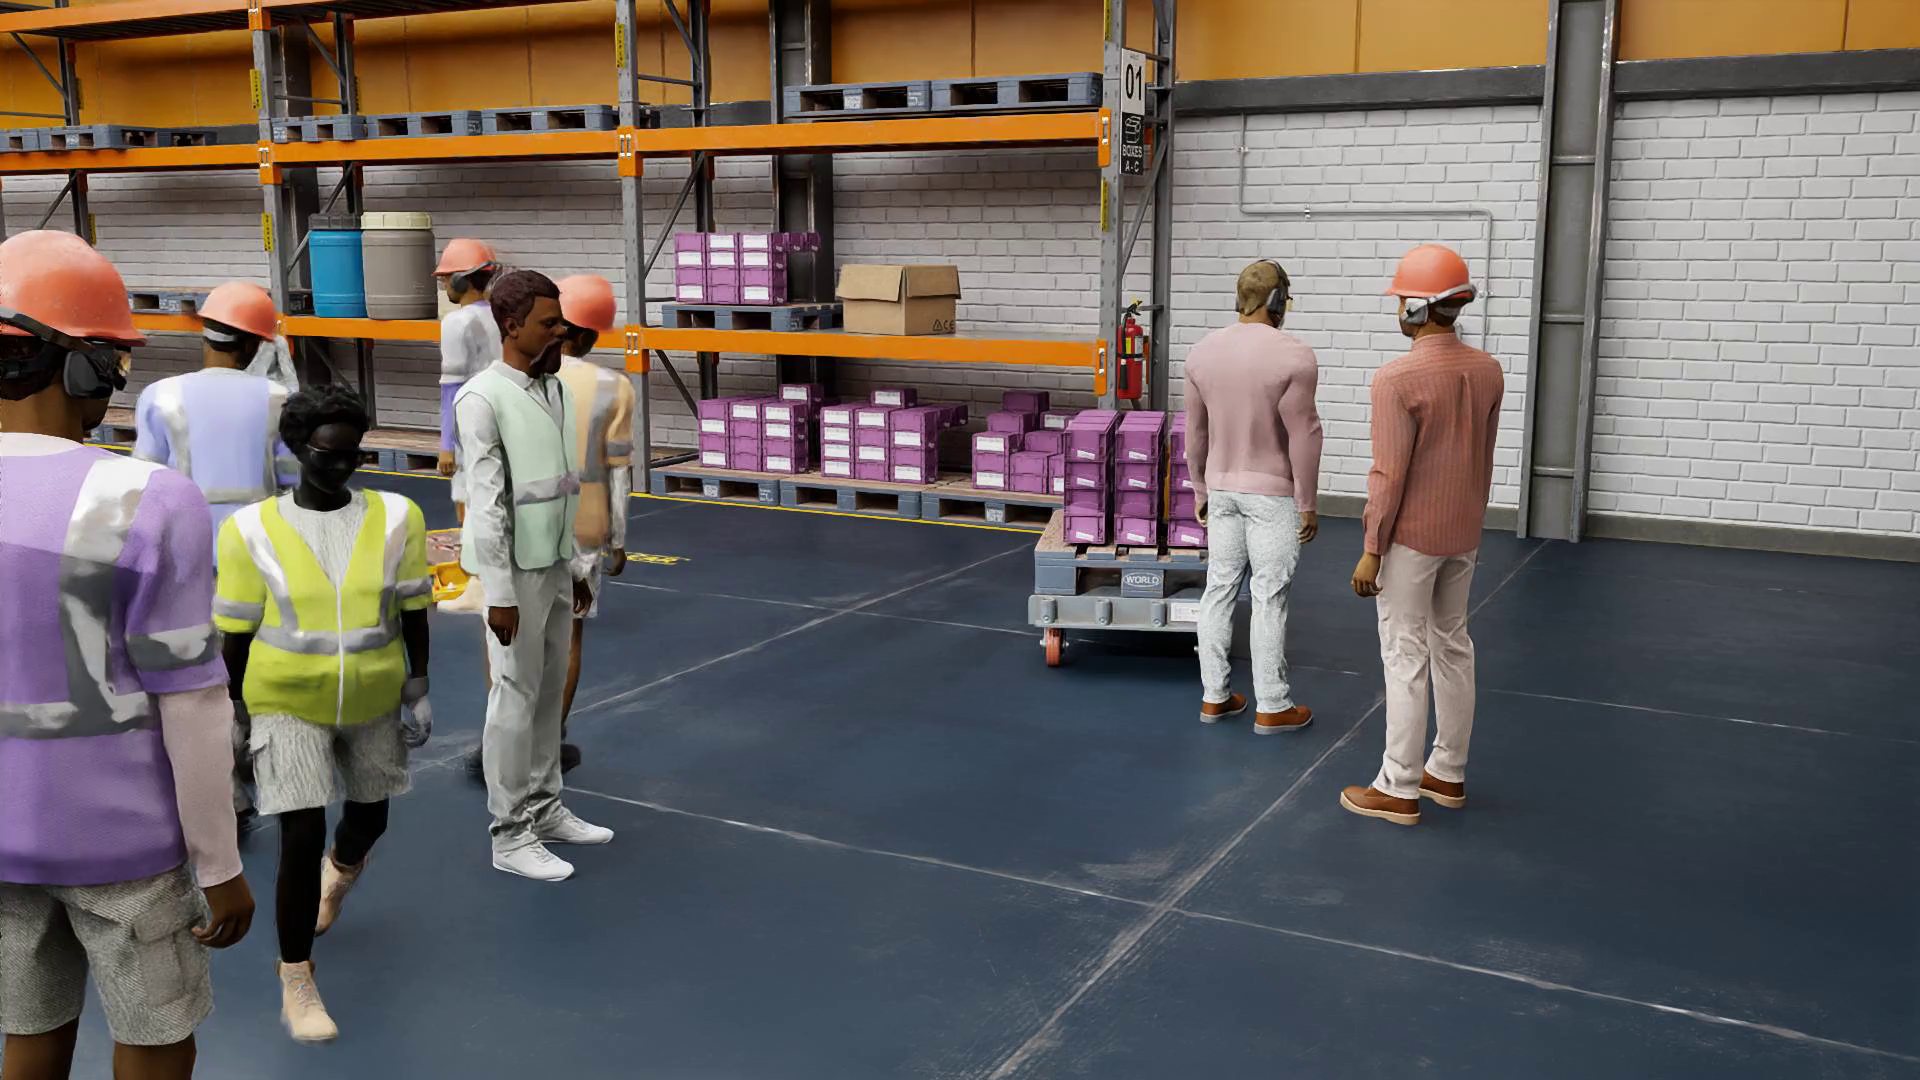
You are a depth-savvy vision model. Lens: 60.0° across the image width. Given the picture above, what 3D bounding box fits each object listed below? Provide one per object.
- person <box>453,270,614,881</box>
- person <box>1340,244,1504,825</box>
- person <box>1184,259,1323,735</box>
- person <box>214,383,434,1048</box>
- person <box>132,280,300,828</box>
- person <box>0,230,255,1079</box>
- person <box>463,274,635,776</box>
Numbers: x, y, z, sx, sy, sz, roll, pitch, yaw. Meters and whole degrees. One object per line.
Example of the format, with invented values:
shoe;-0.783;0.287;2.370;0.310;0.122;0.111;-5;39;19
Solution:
person;-1.378;0.106;5.326;0.391;1.921;0.593;2;11;11
person;1.605;-0.013;5.767;0.612;1.997;0.376;-8;13;-36
person;1.201;-0.173;6.820;0.627;1.934;0.372;10;14;43
person;-1.687;0.400;4.413;0.541;1.670;0.700;-6;12;-31
person;-2.560;0.039;5.808;0.580;1.882;0.983;-6;12;-30
person;-1.507;0.498;2.884;0.602;2.036;0.400;2;11;13
person;-1.517;-0.031;6.187;0.655;1.887;0.404;-2;10;-8
